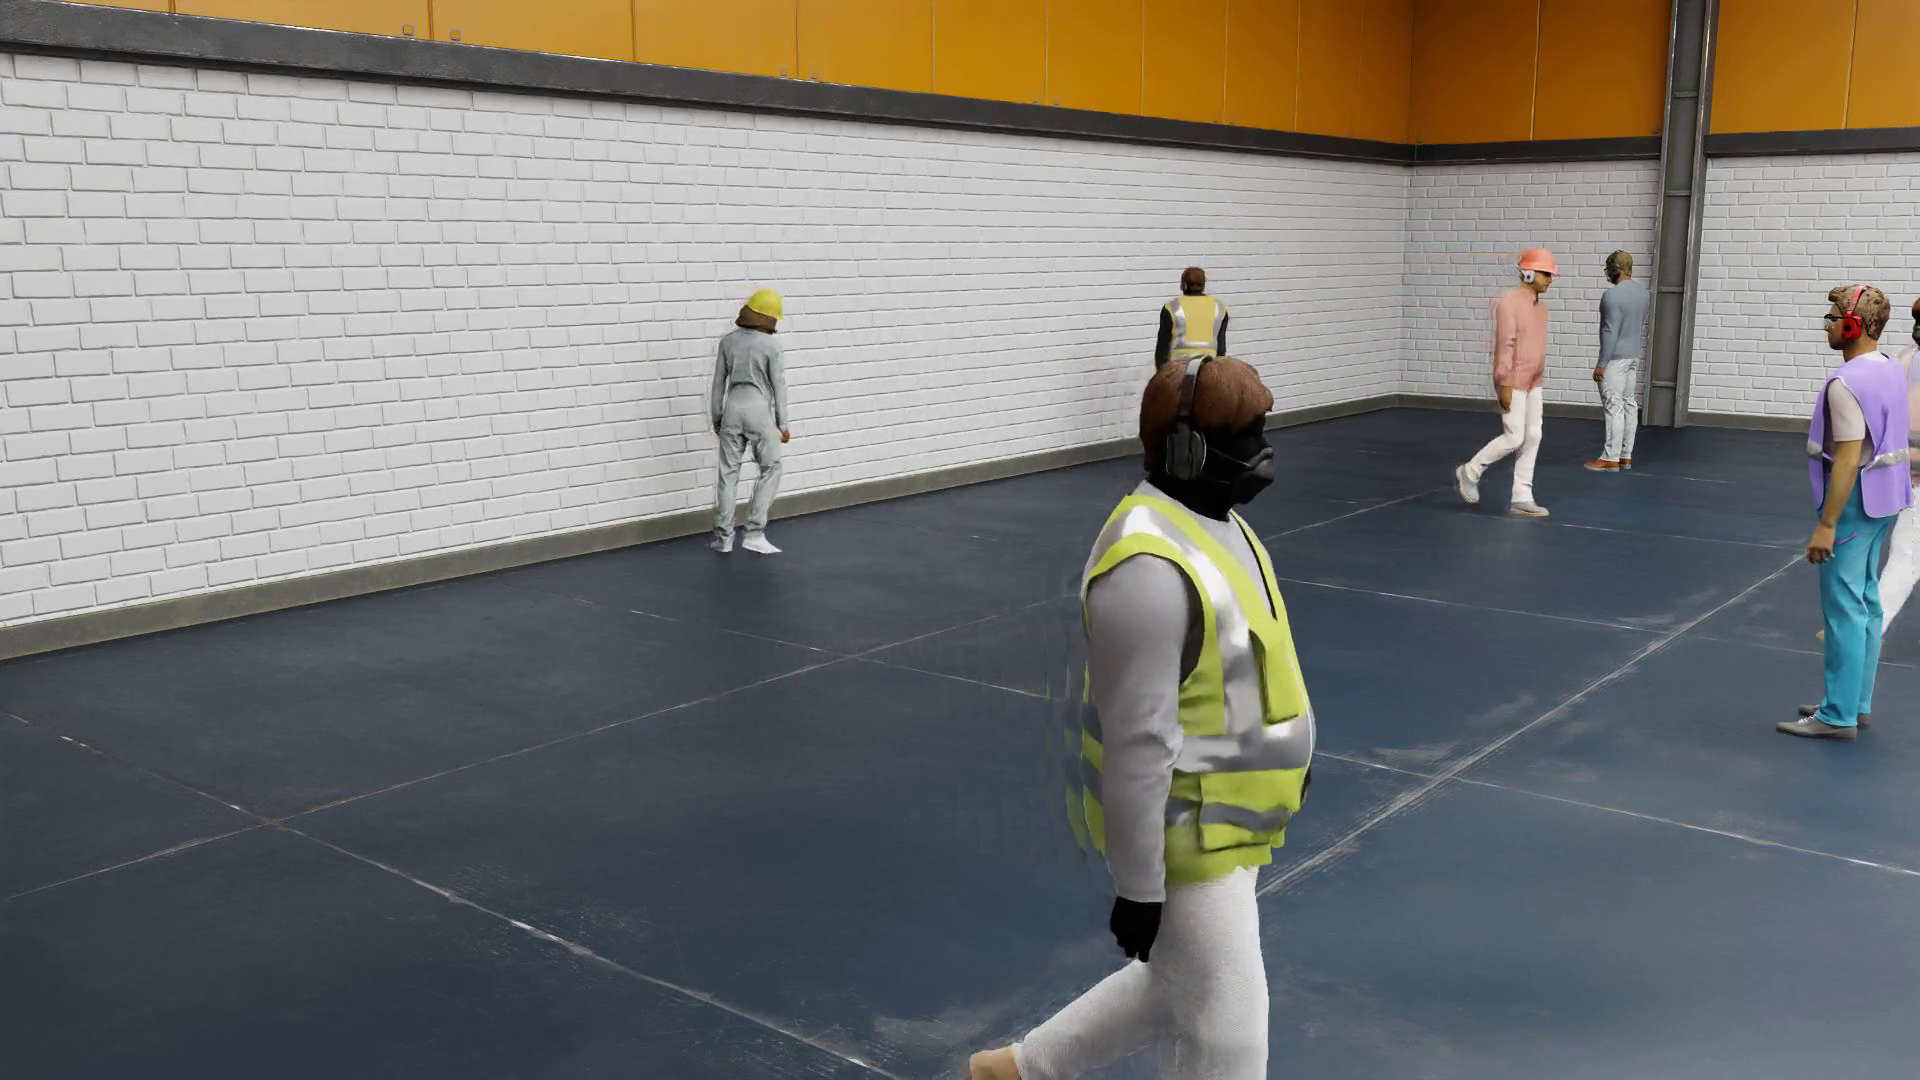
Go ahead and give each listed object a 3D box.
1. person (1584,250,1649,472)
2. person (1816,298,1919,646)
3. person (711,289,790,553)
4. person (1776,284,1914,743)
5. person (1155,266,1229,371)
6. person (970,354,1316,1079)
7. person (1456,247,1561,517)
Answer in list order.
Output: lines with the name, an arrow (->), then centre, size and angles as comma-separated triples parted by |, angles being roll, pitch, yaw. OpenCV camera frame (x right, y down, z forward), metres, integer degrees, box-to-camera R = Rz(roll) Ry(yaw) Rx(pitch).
person -> 5.770, -1.565, 14.606 | 0.627, 1.934, 0.372 | -9, 14, -42
person -> 4.656, -0.311, 8.068 | 0.978, 1.790, 0.641 | -1, 10, -5
person -> -1.389, -0.764, 10.818 | 0.600, 1.709, 0.362 | 4, 11, 23
person -> 3.605, -0.099, 6.716 | 0.396, 1.847, 0.565 | 10, 14, 44
person -> 2.011, -1.456, 14.361 | 0.627, 1.810, 0.869 | -3, 11, -14
person -> 0.378, 0.546, 3.230 | 0.770, 1.820, 0.631 | 4, 11, 21
person -> 4.068, -1.159, 12.245 | 0.630, 1.969, 0.618 | -8, 13, -39
